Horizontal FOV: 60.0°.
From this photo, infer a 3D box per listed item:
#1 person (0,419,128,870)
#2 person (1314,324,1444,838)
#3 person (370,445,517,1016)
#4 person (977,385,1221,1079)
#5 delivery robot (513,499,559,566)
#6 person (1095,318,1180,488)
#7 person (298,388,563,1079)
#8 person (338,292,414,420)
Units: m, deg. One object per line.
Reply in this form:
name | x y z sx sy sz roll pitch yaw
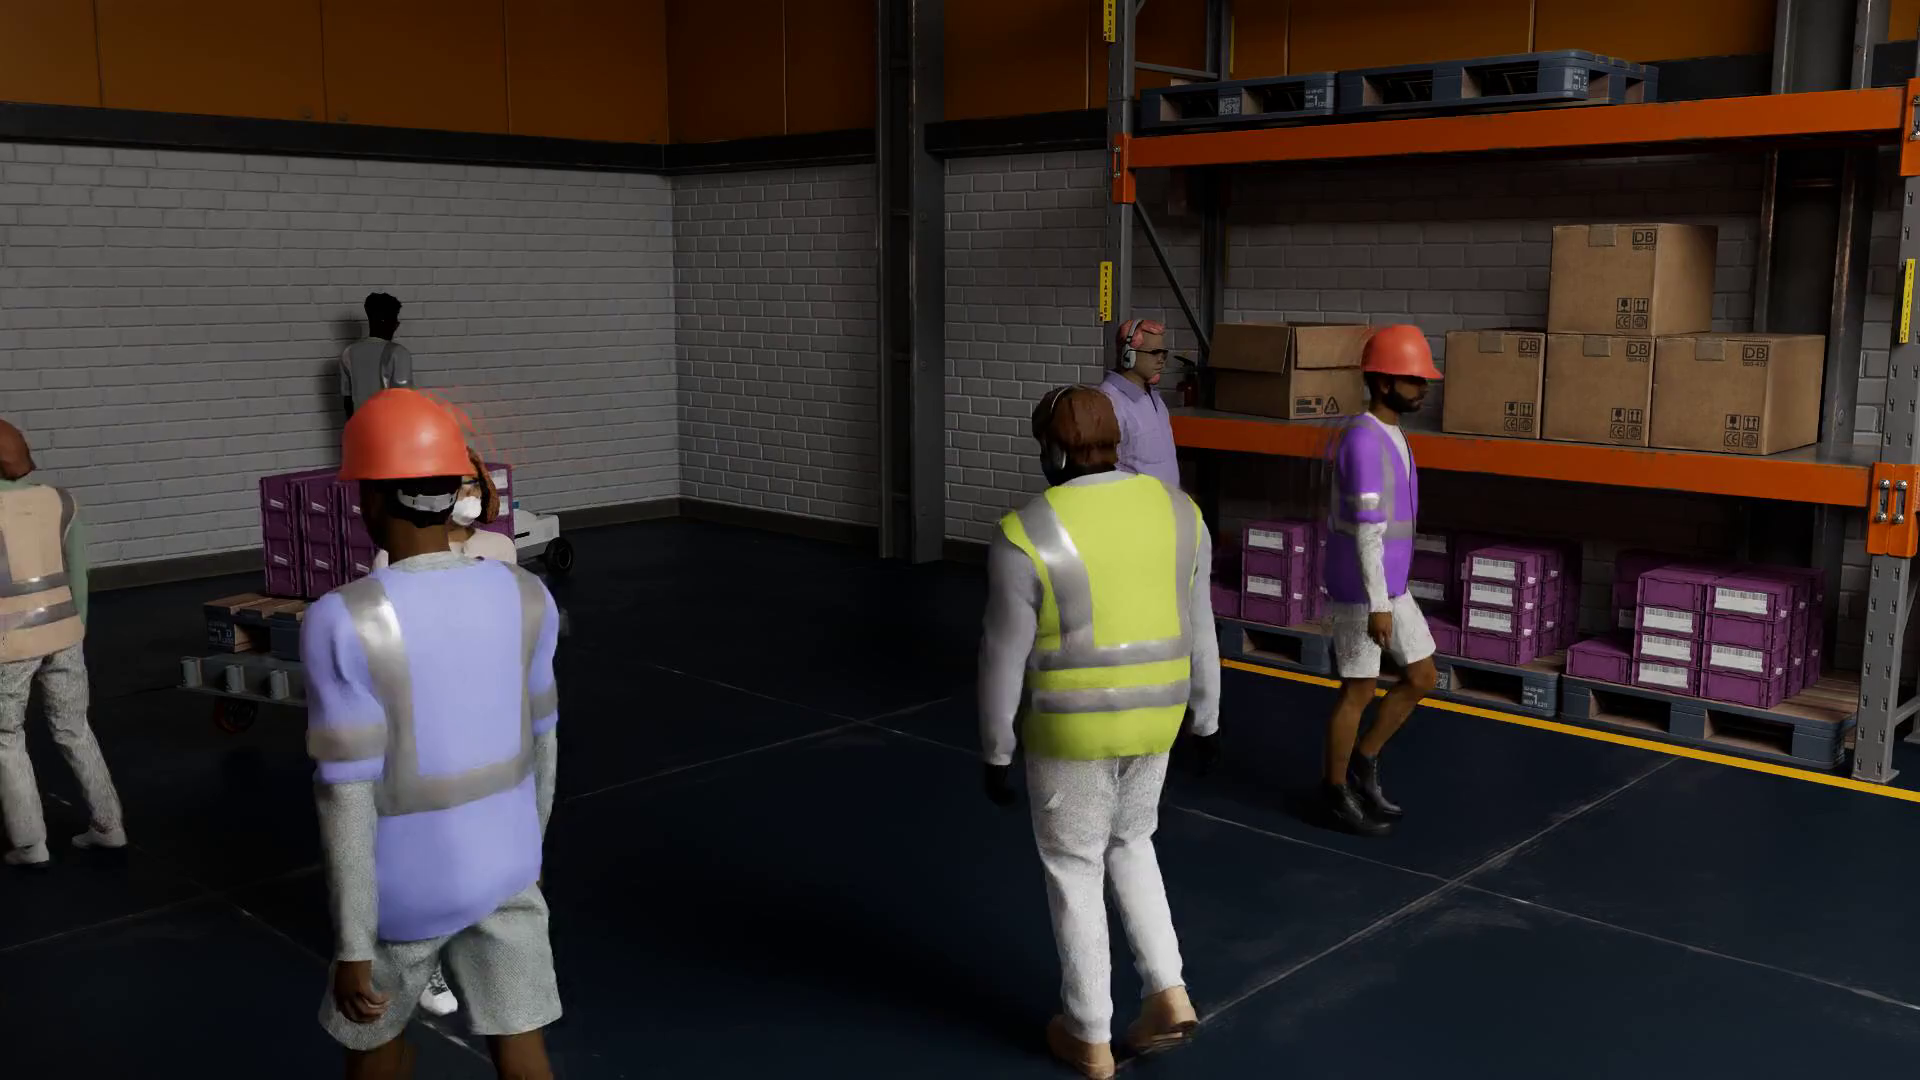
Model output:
person | -3.275 0.379 5.805 0.372 1.606 0.559 4 10 25
person | 1.549 0.168 6.175 0.448 1.920 0.559 6 11 33
person | -1.455 0.526 4.829 0.278 1.634 0.499 6 11 34
person | 0.359 0.507 4.366 0.667 1.821 0.433 -5 10 -26
delivery robot | -3.032 -0.030 11.256 0.477 0.478 0.707 3 10 21
person | 0.791 -0.050 7.563 0.403 1.900 0.637 4 10 25
person | -1.071 0.643 3.337 0.981 1.879 0.579 8 12 41
person | -4.011 -0.742 11.613 0.600 1.958 0.387 4 10 23
